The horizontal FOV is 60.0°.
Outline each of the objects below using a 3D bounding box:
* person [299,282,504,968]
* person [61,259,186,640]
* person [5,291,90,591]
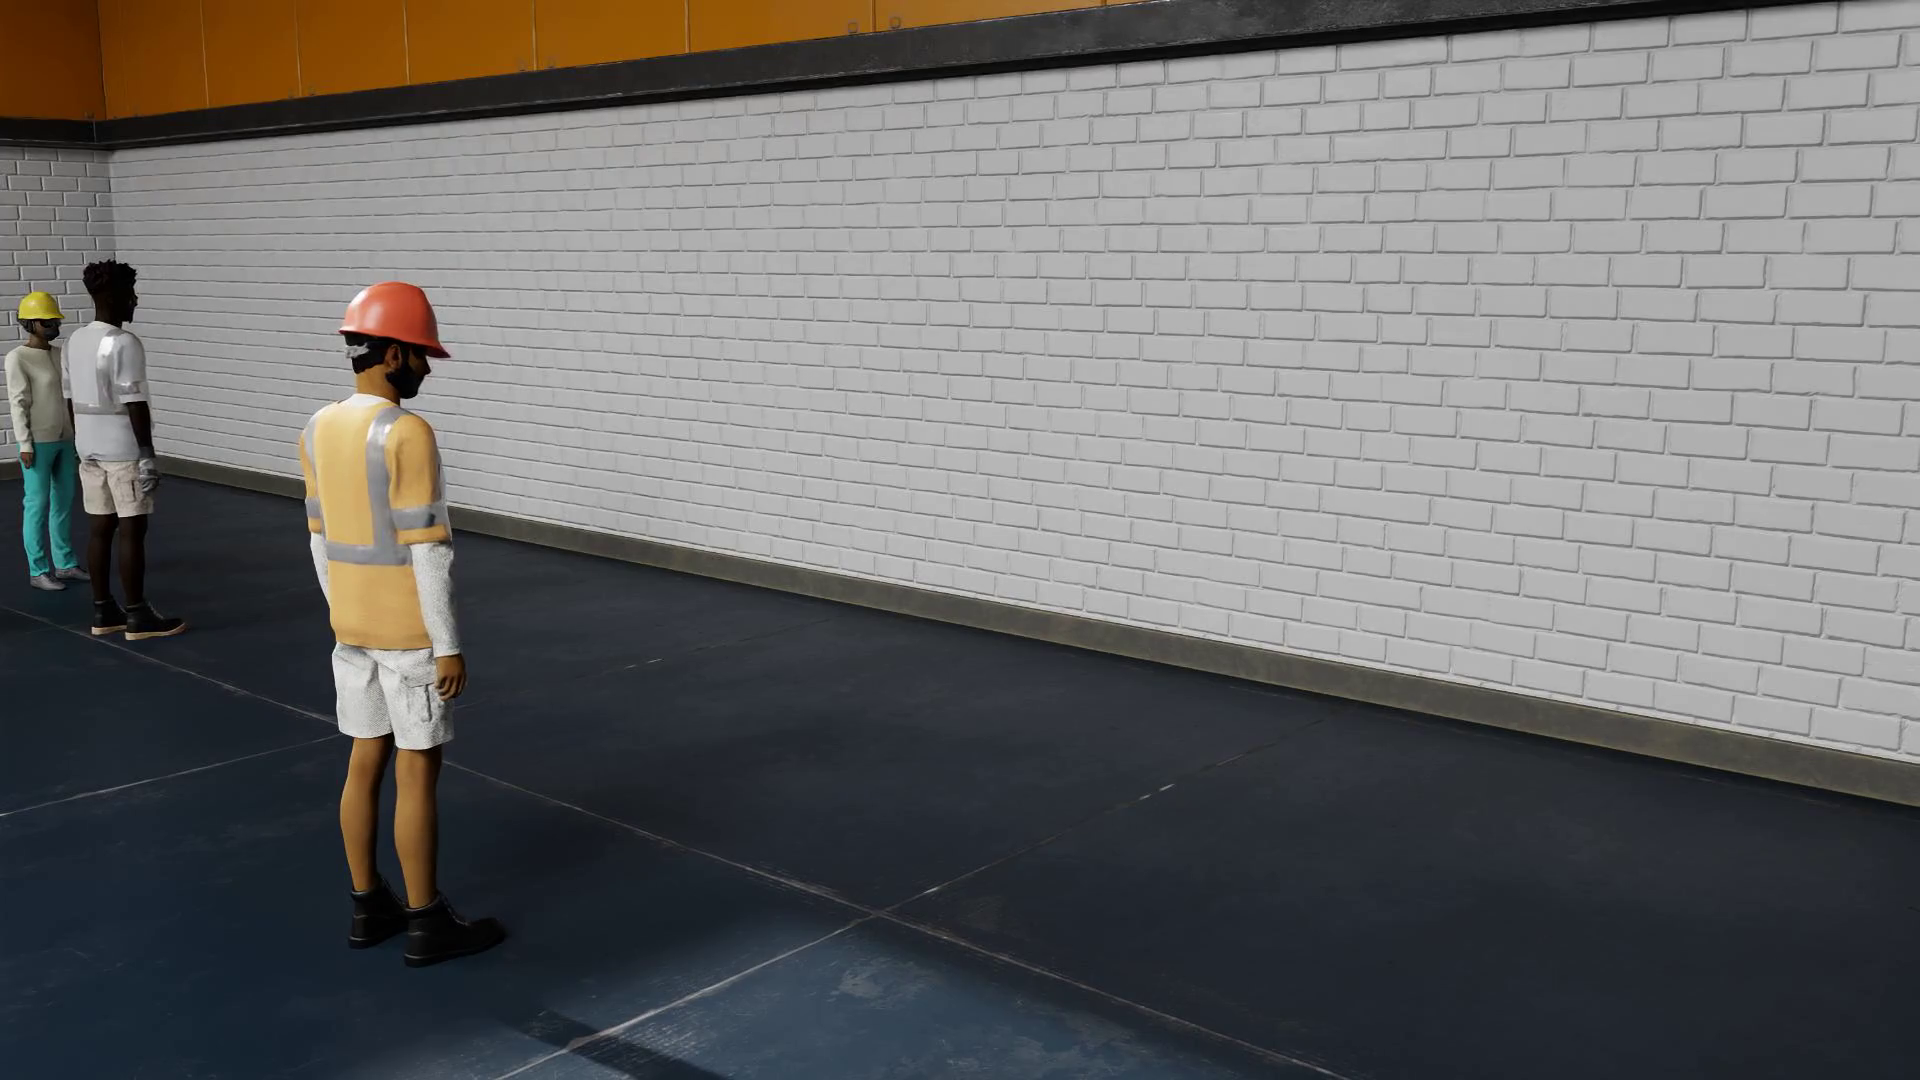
[{"bbox_3d":[-1.591,0.242,4.728,0.543,1.927,0.375,7,12,35],"label":"person"},{"bbox_3d":[-4.377,-0.466,8.643,0.609,1.964,0.367,6,12,32],"label":"person"},{"bbox_3d":[-5.419,-0.589,9.918,0.311,1.768,0.532,1,10,8],"label":"person"}]
